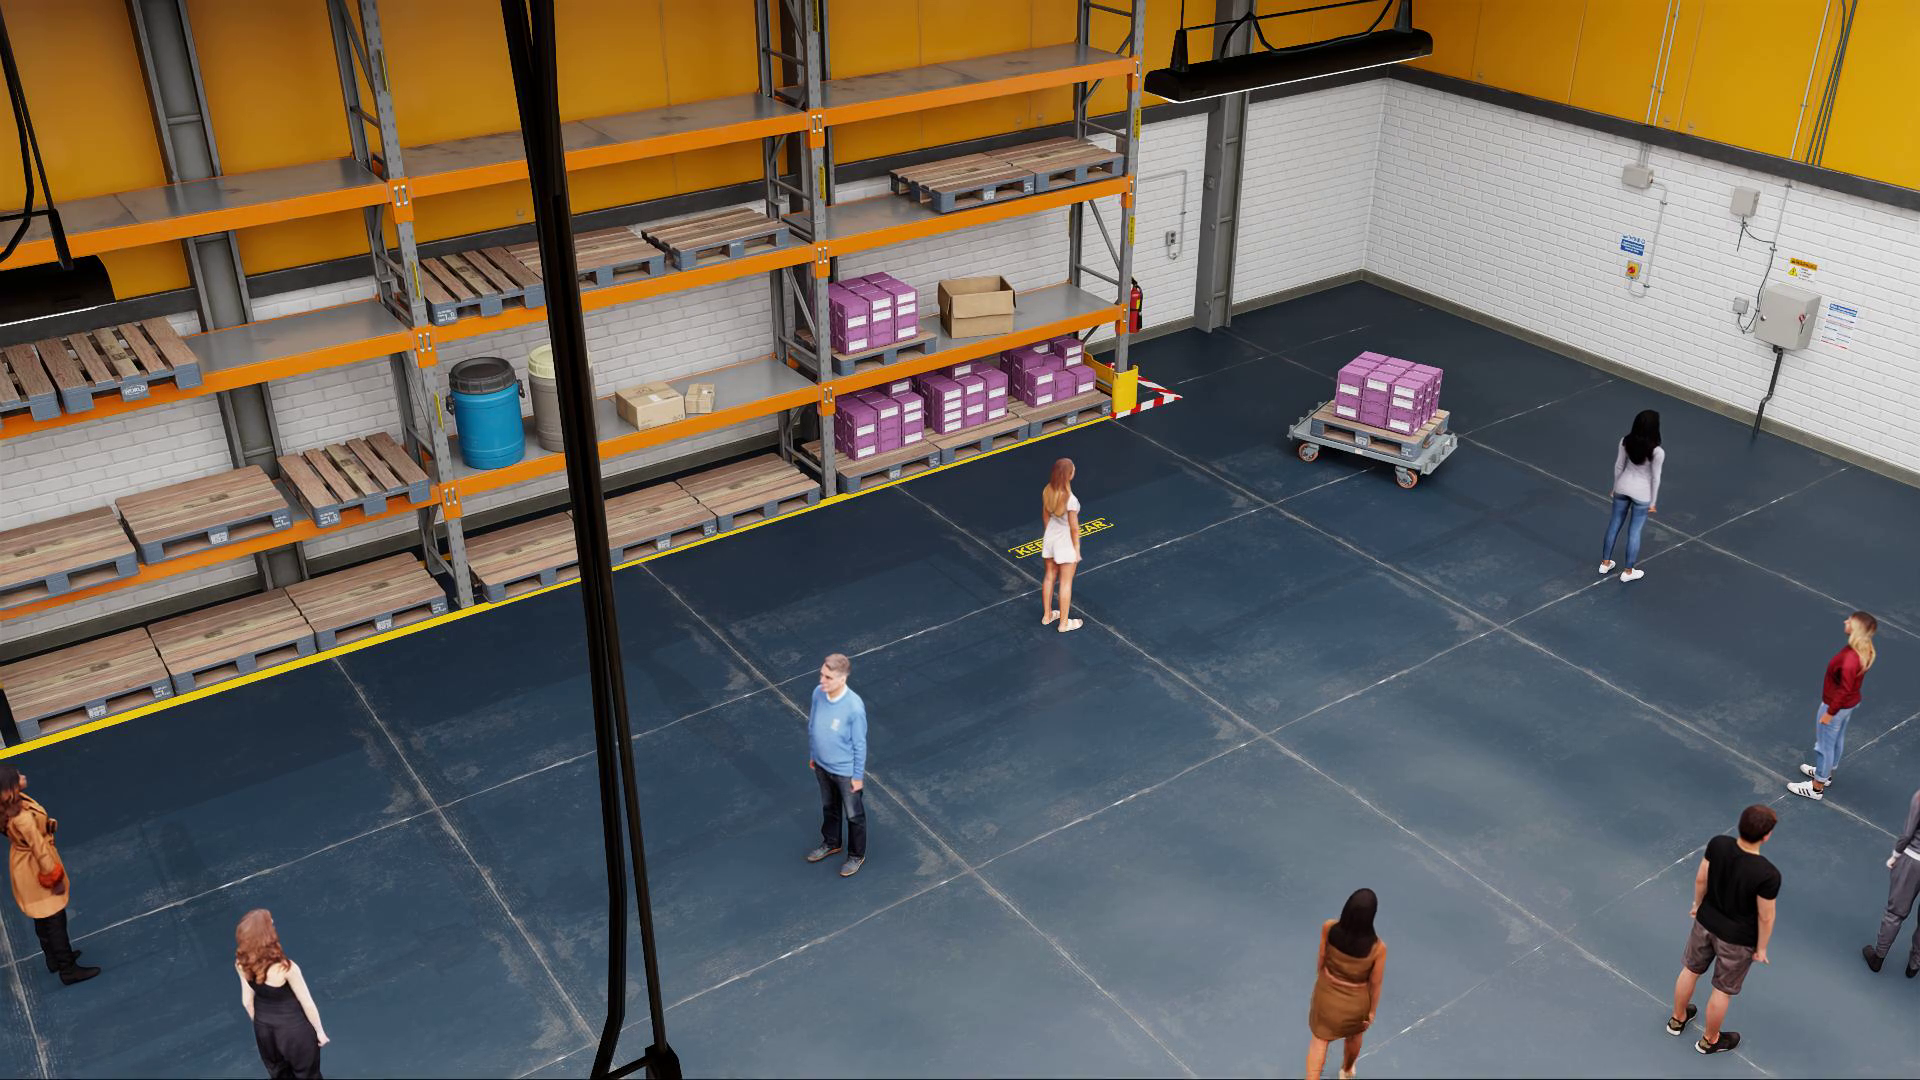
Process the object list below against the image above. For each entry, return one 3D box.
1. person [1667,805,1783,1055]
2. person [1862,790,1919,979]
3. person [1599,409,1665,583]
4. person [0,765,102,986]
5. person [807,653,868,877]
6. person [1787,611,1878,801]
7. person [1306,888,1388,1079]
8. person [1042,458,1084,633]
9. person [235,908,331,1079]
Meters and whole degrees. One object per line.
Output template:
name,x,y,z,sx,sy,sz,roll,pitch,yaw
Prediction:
person,4.812,2.426,10.465,0.557,1.861,0.685,-18,33,-29
person,6.414,2.158,11.041,0.658,1.780,0.684,9,30,16
person,6.405,-0.434,15.839,0.531,1.735,0.610,-21,35,-33
person,-6.114,2.203,11.022,0.734,1.719,0.671,24,36,36
person,-0.875,1.590,12.040,0.717,1.820,0.681,20,35,32
person,6.787,1.260,12.839,0.519,1.634,0.700,-25,37,-38
person,2.268,2.808,9.969,0.884,1.664,1.075,13,31,22
person,0.903,0.033,15.022,0.576,1.697,0.581,-22,36,-35
person,-3.982,2.871,9.767,0.658,1.747,0.725,4,29,7
